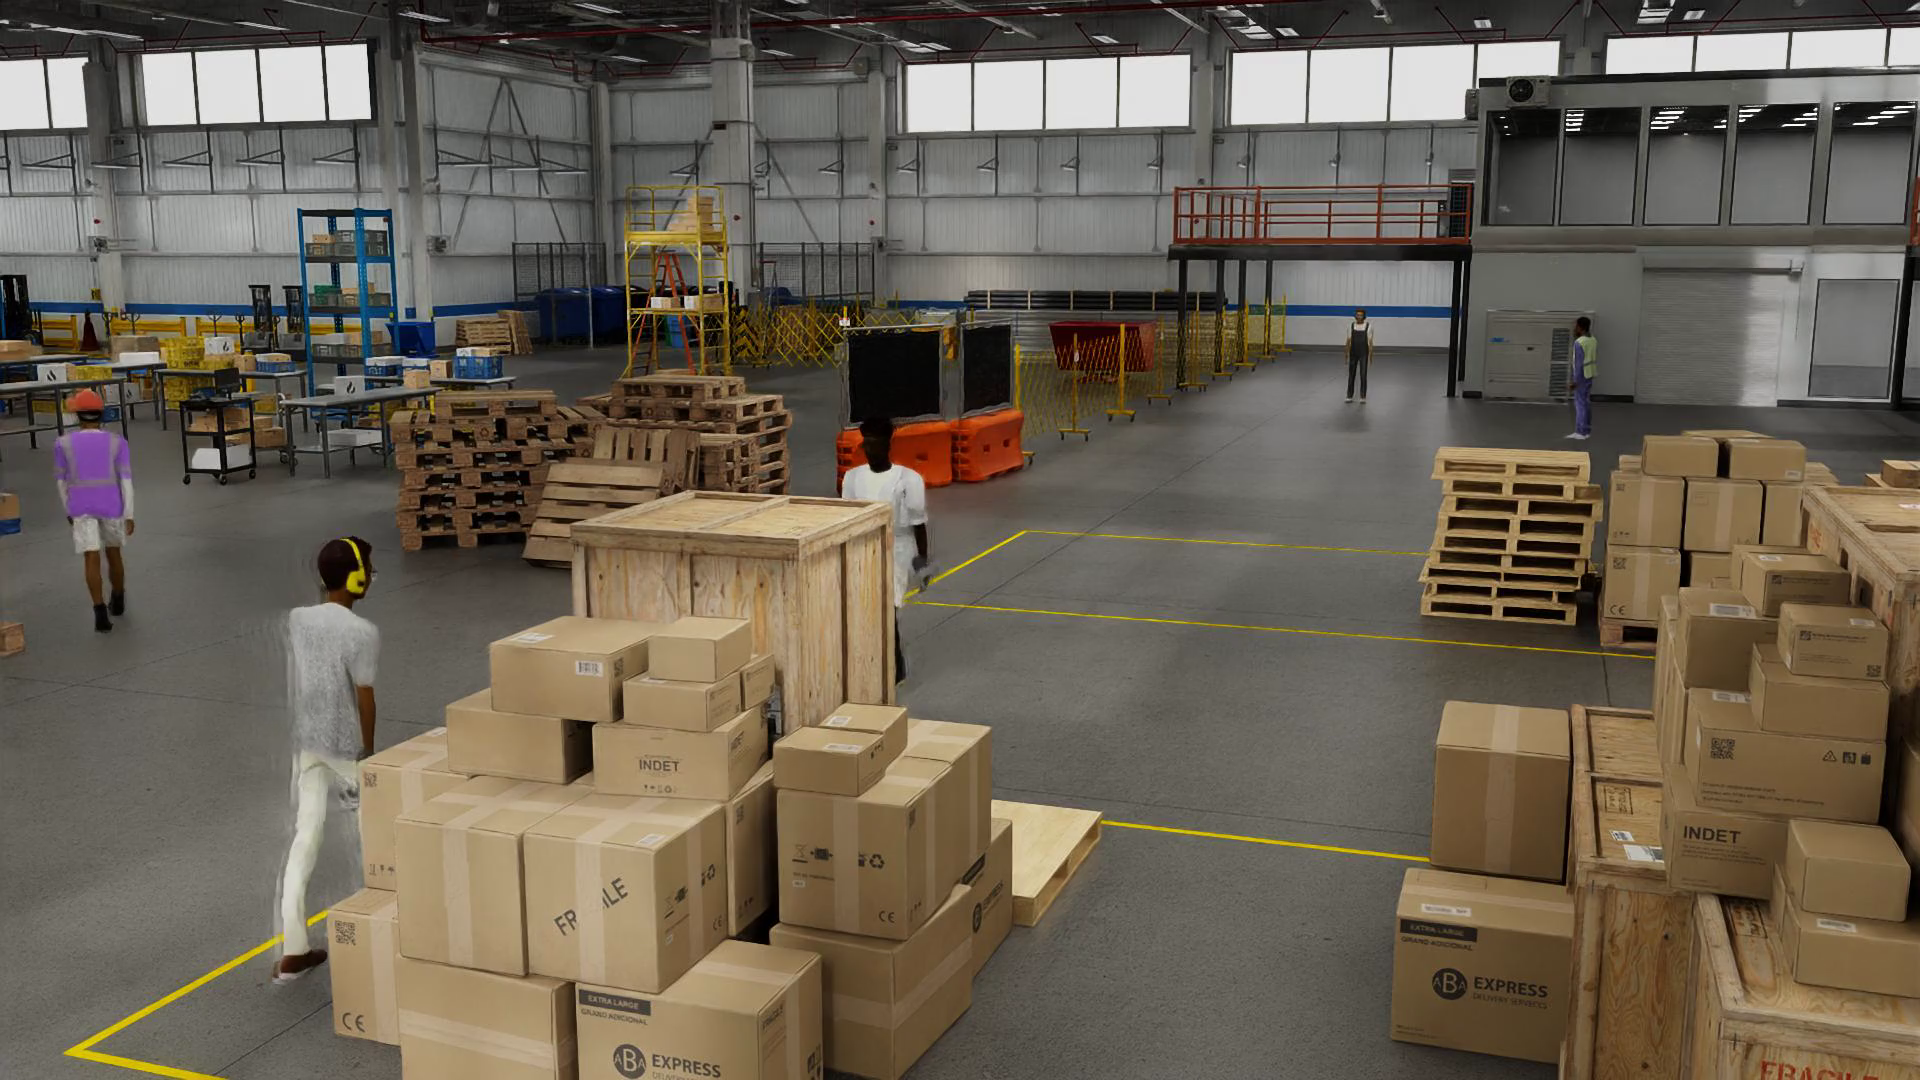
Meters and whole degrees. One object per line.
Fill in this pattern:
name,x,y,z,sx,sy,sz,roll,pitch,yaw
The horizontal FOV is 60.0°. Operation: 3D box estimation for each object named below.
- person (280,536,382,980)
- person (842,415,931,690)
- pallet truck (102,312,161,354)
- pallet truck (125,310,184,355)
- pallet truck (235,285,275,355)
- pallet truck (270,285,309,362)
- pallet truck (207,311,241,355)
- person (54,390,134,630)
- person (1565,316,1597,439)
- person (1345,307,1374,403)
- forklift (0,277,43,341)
person,-2.639,0.886,7.130,0.529,1.804,1.009,3,10,15
person,-0.564,0.137,11.014,0.633,1.910,0.998,6,12,30
pallet truck,-23.057,-5.777,46.261,0.680,1.201,1.601,3,11,19
pallet truck,-22.038,-5.665,45.457,0.704,1.261,1.522,3,11,17
pallet truck,-18.327,-5.835,44.421,0.823,1.965,1.885,4,11,23
pallet truck,-17.147,-5.700,43.663,0.823,1.965,1.885,3,11,17
pallet truck,-19.537,-5.575,44.913,0.653,1.274,1.630,3,11,19
person,-6.889,-0.247,13.281,0.539,1.887,0.985,-6,12,-29
person,9.779,-2.538,26.080,0.371,1.916,0.597,9,13,41
person,7.658,-3.537,31.917,0.507,1.842,0.339,4,11,22
forklift,-27.151,-6.329,46.328,1.157,1.987,2.680,3,11,17
